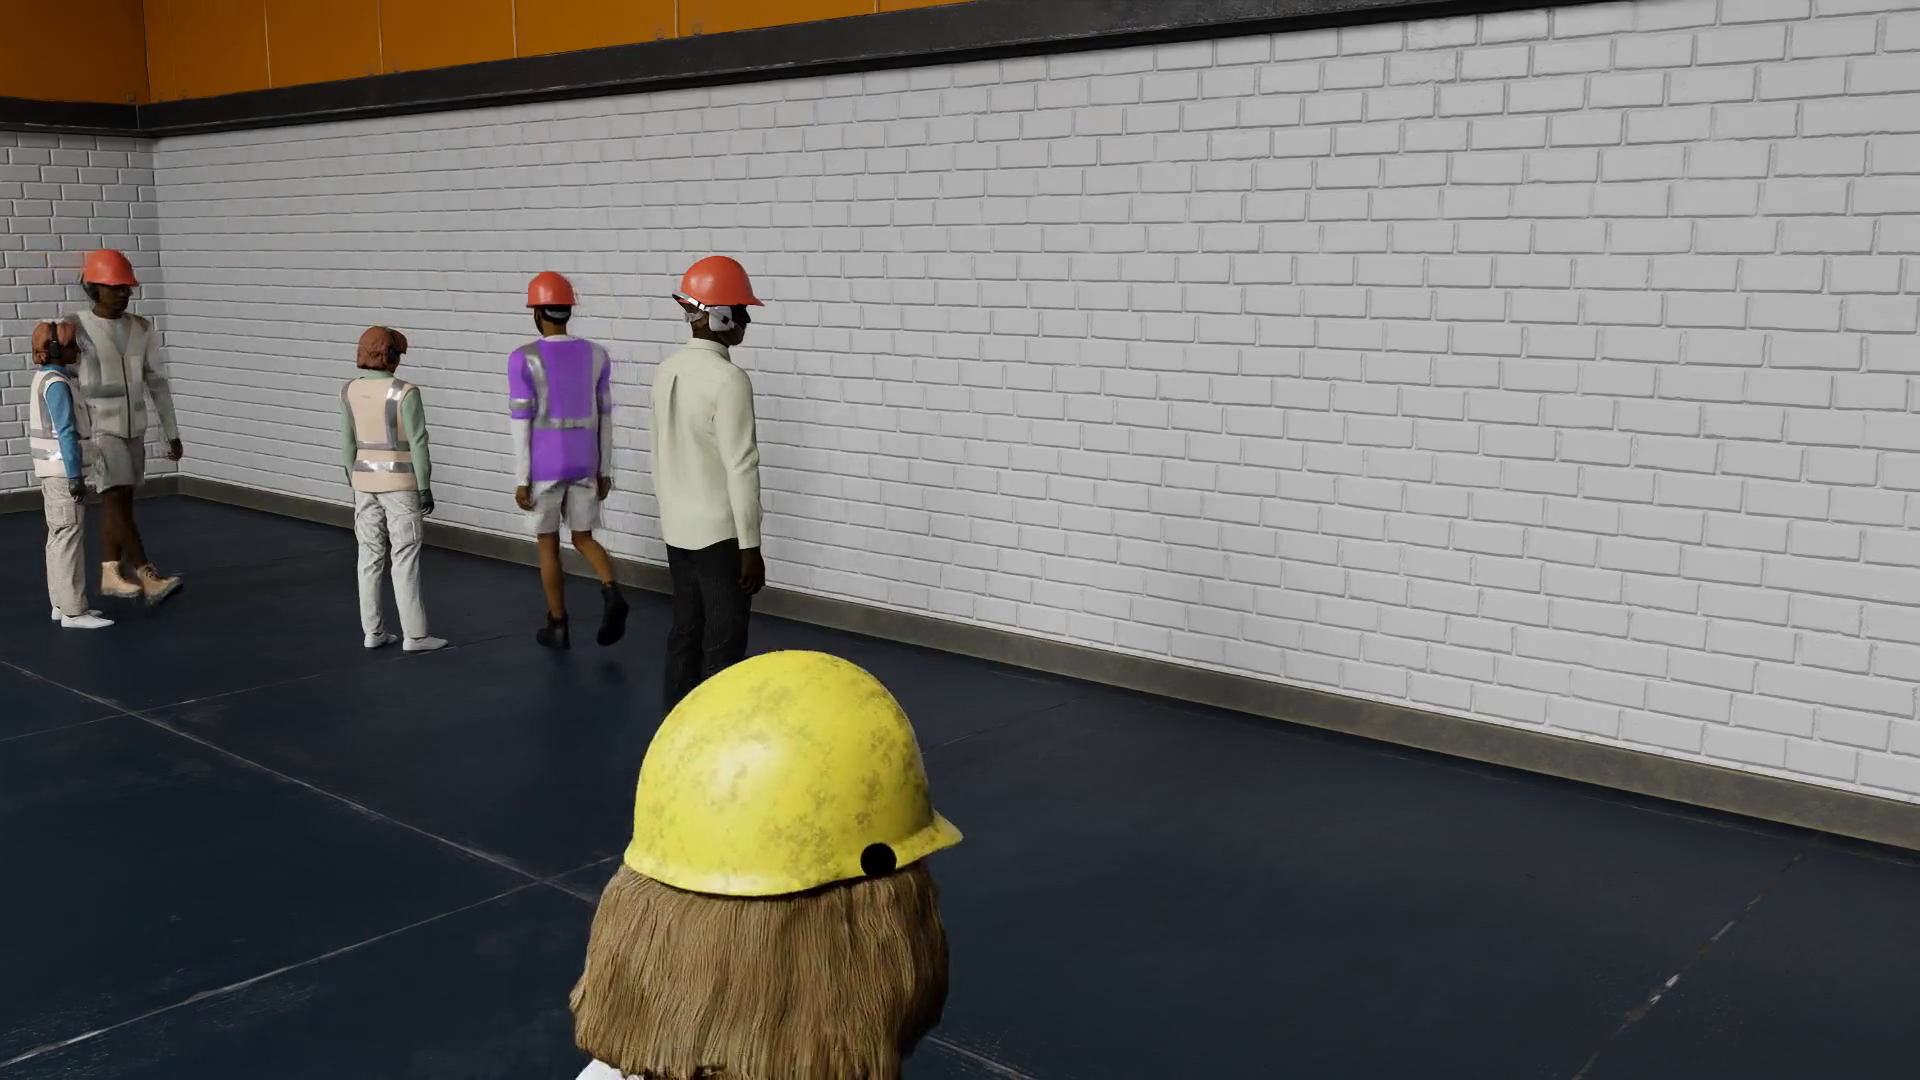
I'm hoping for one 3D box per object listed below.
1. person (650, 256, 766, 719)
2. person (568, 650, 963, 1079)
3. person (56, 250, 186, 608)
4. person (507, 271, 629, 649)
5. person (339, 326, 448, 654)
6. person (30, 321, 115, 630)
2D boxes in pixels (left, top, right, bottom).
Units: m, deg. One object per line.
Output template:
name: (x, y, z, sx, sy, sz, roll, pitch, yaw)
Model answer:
person: (-0.889, -0.029, 6.077, 0.397, 1.992, 0.621, -8, 13, -37)
person: (-0.129, 0.937, 1.297, 0.354, 1.729, 0.511, -7, 12, -35)
person: (-4.662, -0.616, 9.382, 0.954, 2.000, 0.624, 5, 11, 26)
person: (-1.936, -0.366, 8.243, 0.541, 1.919, 0.655, -8, 13, -38)
person: (-2.855, -0.245, 8.319, 0.512, 1.639, 0.311, 4, 11, 22)
person: (-4.769, -0.341, 8.866, 0.305, 1.639, 0.522, -7, 12, -36)
